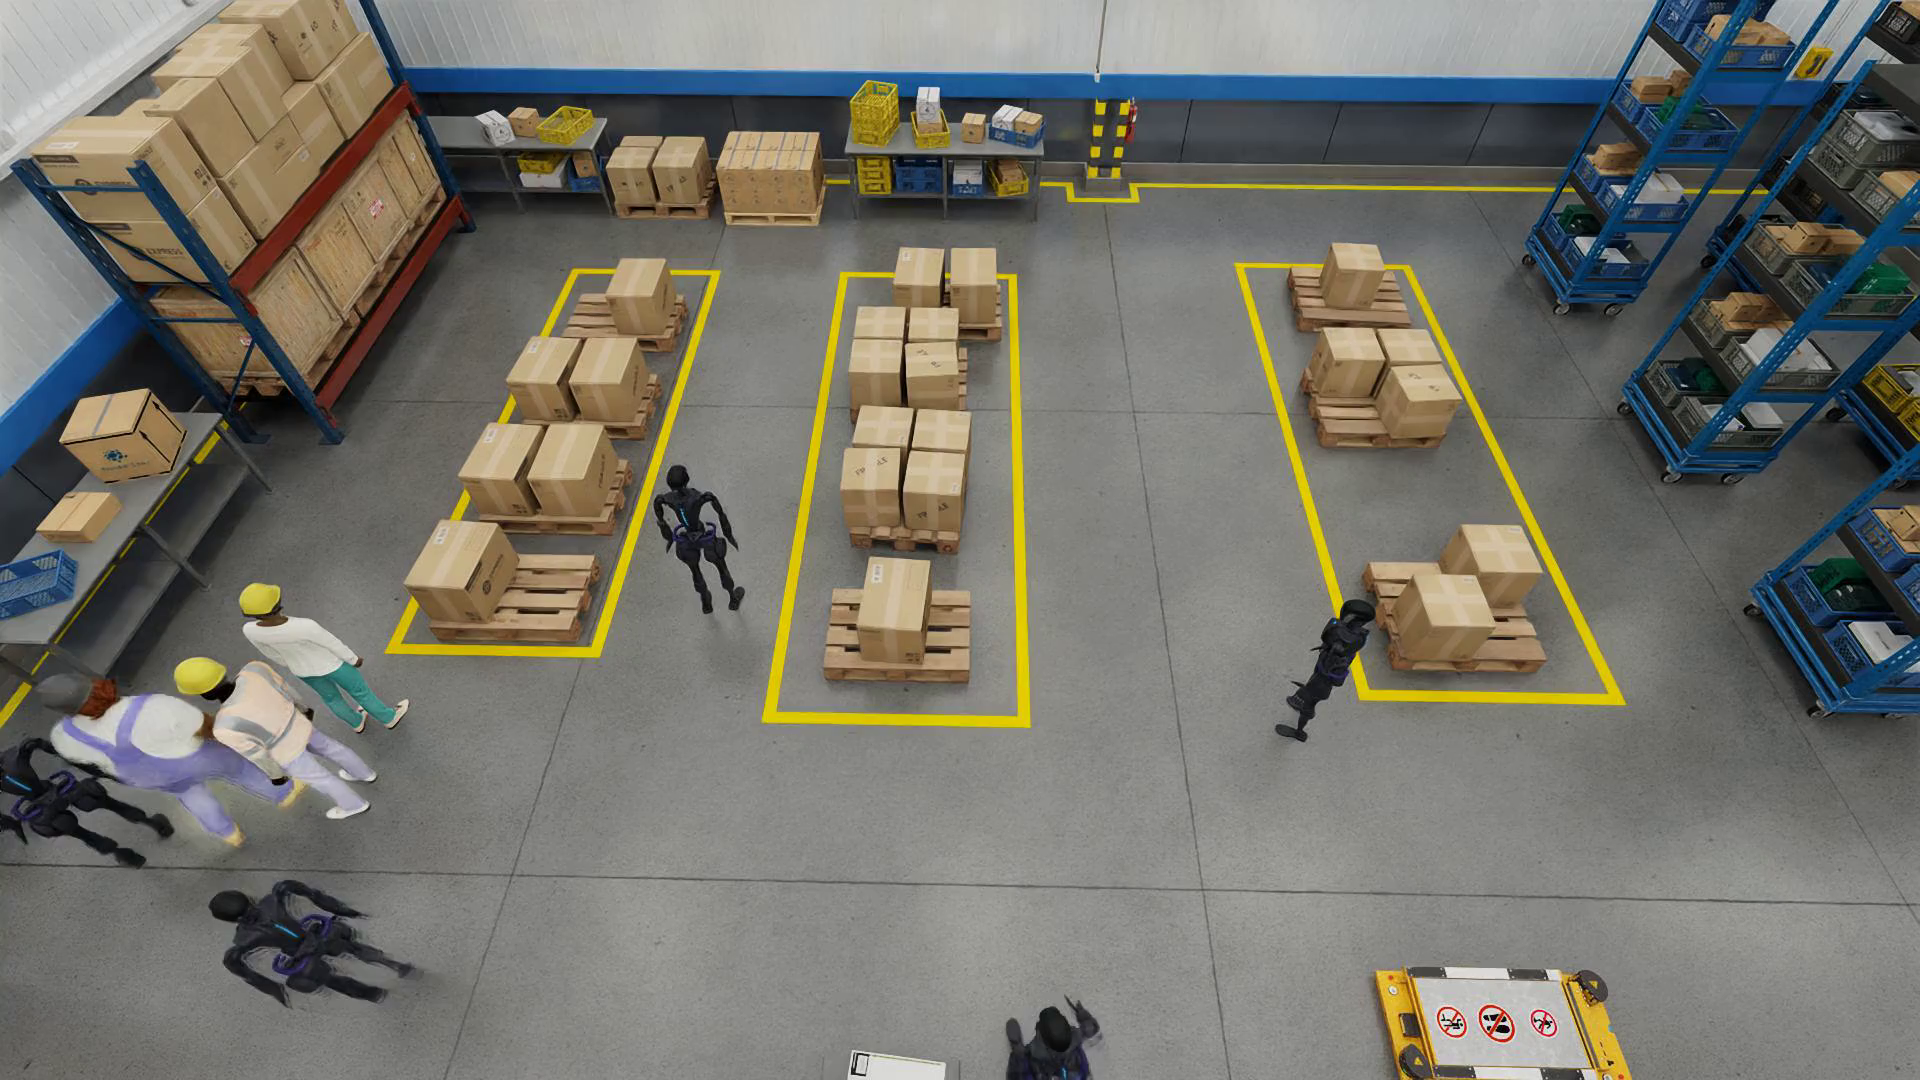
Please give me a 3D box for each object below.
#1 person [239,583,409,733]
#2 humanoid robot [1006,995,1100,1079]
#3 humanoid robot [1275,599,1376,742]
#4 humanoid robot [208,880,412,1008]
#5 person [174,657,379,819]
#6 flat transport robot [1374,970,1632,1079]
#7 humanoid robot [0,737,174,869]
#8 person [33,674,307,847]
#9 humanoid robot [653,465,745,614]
[{"bbox_3d":[-4.738,0.896,6.788,0.523,1.769,0.313,-3,51,-3],"label":"person"},{"bbox_3d":[0.520,2.955,5.198,0.561,1.623,0.766,-9,51,-7],"label":"humanoid robot"},{"bbox_3d":[2.697,0.942,6.798,0.327,1.660,0.589,25,55,19],"label":"humanoid robot"},{"bbox_3d":[-3.916,2.495,5.544,0.462,1.647,0.595,10,51,8],"label":"humanoid robot"},{"bbox_3d":[-4.665,1.366,6.304,0.384,1.922,0.592,-4,51,-3],"label":"person"},{"bbox_3d":[3.501,3.133,5.914,1.431,0.197,0.652,1,51,1],"label":"flat transport robot"},{"bbox_3d":[-6.057,1.749,6.150,0.345,1.651,0.593,25,55,19],"label":"humanoid robot"},{"bbox_3d":[-5.280,1.412,6.193,0.775,2.000,0.535,-17,53,-13],"label":"person"},{"bbox_3d":[-2.161,0.005,7.563,0.603,1.657,0.318,-3,51,-2],"label":"humanoid robot"}]
